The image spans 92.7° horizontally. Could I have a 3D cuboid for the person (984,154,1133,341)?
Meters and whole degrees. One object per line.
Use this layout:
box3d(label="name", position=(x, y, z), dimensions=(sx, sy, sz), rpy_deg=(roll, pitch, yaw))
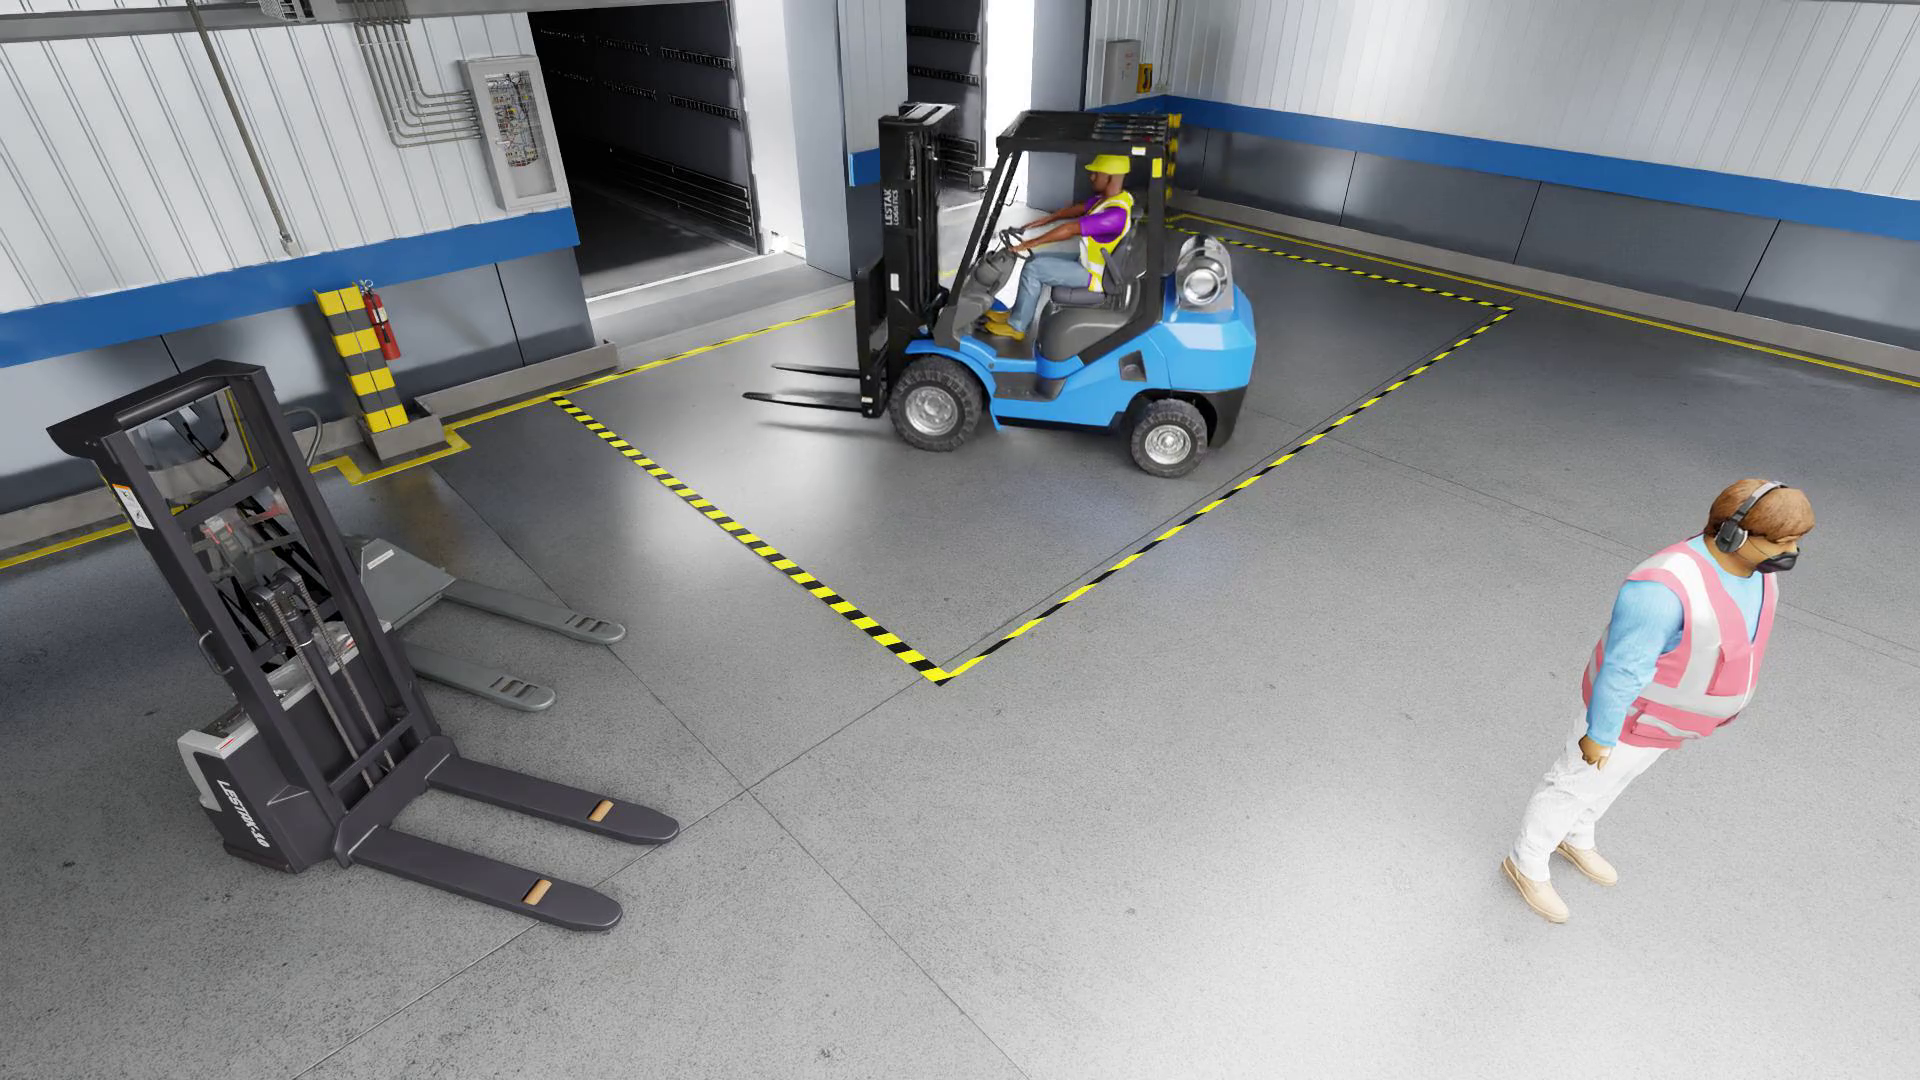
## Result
box3d(label="person", position=(0.653, -2.020, 6.295), dimensions=(1.004, 1.294, 0.635), rpy_deg=(7, 35, 10))

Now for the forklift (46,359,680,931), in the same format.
box3d(label="forklift", position=(-2.135, 0.422, 3.354), dimensions=(1.885, 1.965, 0.823), rpy_deg=(10, 35, 14))

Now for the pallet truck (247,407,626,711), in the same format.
box3d(label="pallet truck", position=(-2.628, 0.038, 4.590), dimensions=(1.601, 1.201, 0.680), rpy_deg=(12, 36, 18))

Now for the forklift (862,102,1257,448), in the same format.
box3d(label="forklift", position=(0.710, -1.854, 6.384), dimensions=(2.680, 2.036, 1.157), rpy_deg=(7, 35, 10))

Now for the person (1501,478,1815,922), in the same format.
box3d(label="person", position=(2.426, 0.601, 3.227), dimensions=(0.620, 1.845, 0.430), rpy_deg=(-16, 37, -22))
